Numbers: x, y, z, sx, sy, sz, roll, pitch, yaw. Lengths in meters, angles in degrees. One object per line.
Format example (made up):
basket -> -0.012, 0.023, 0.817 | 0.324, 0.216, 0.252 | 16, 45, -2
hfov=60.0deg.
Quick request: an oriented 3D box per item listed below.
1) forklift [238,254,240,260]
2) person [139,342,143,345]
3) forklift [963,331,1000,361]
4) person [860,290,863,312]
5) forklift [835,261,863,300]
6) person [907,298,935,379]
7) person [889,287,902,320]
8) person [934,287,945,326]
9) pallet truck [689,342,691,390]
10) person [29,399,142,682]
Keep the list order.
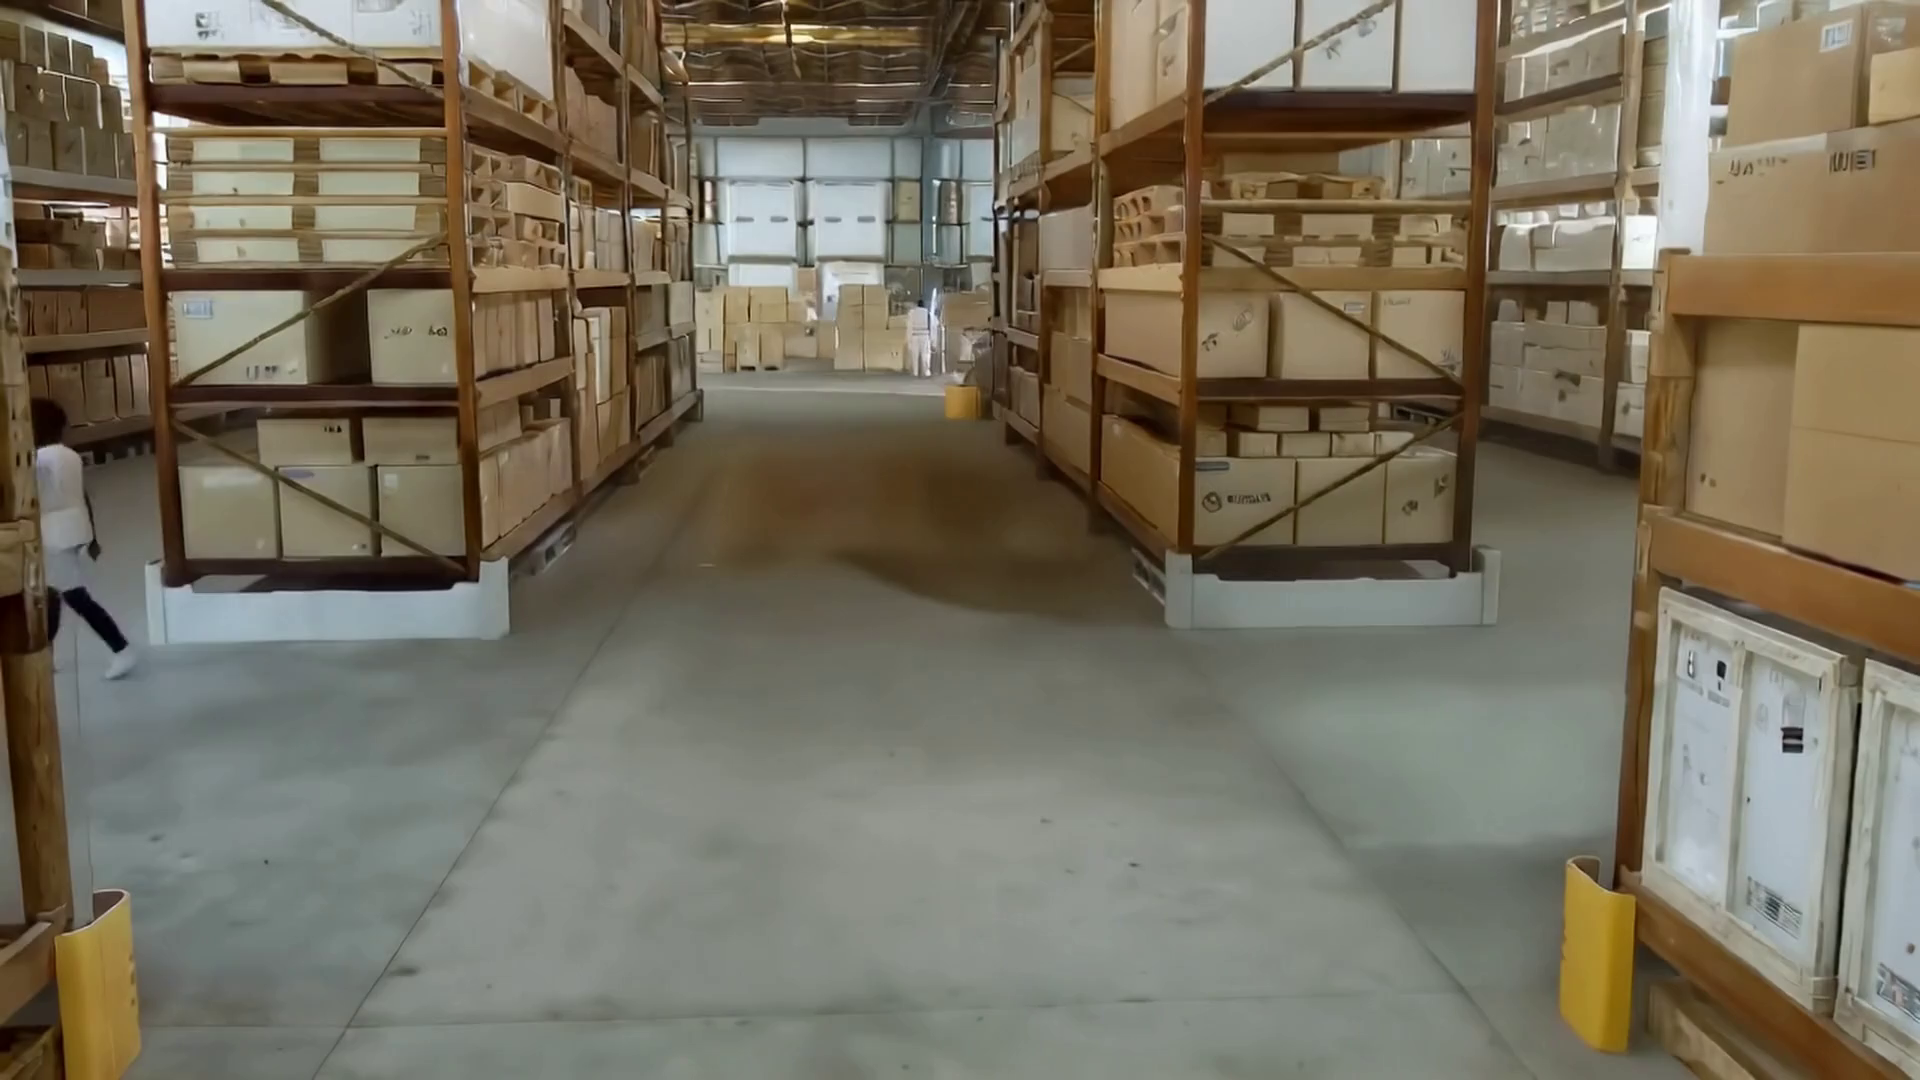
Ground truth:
forklift -> -16.160, -5.088, 37.775 | 1.129, 2.768, 1.873 | -1, 9, -4
person -> -23.256, -6.116, 47.396 | 0.514, 1.873, 0.328 | 1, 9, 6
forklift -> 1.009, -4.880, 36.474 | 1.873, 2.768, 1.129 | -1, 9, -4
person -> -3.232, -7.261, 54.489 | 0.753, 1.917, 0.639 | -1, 9, -7
forklift -> -3.654, -7.844, 55.081 | 1.129, 2.768, 1.873 | -1, 9, -4
person -> -0.896, -4.592, 37.916 | 0.636, 1.842, 0.429 | -2, 9, -11
person -> -2.312, -7.829, 57.975 | 0.636, 1.931, 0.377 | 3, 10, 20
person -> -0.650, -8.309, 60.990 | 0.588, 1.927, 0.371 | -1, 9, -6
pallet truck -> -5.225, -3.008, 27.480 | 1.885, 1.965, 0.823 | 2, 9, 14
person -> -5.167, 0.009, 9.626 | 0.862, 1.651, 0.533 | 0, 9, -2
